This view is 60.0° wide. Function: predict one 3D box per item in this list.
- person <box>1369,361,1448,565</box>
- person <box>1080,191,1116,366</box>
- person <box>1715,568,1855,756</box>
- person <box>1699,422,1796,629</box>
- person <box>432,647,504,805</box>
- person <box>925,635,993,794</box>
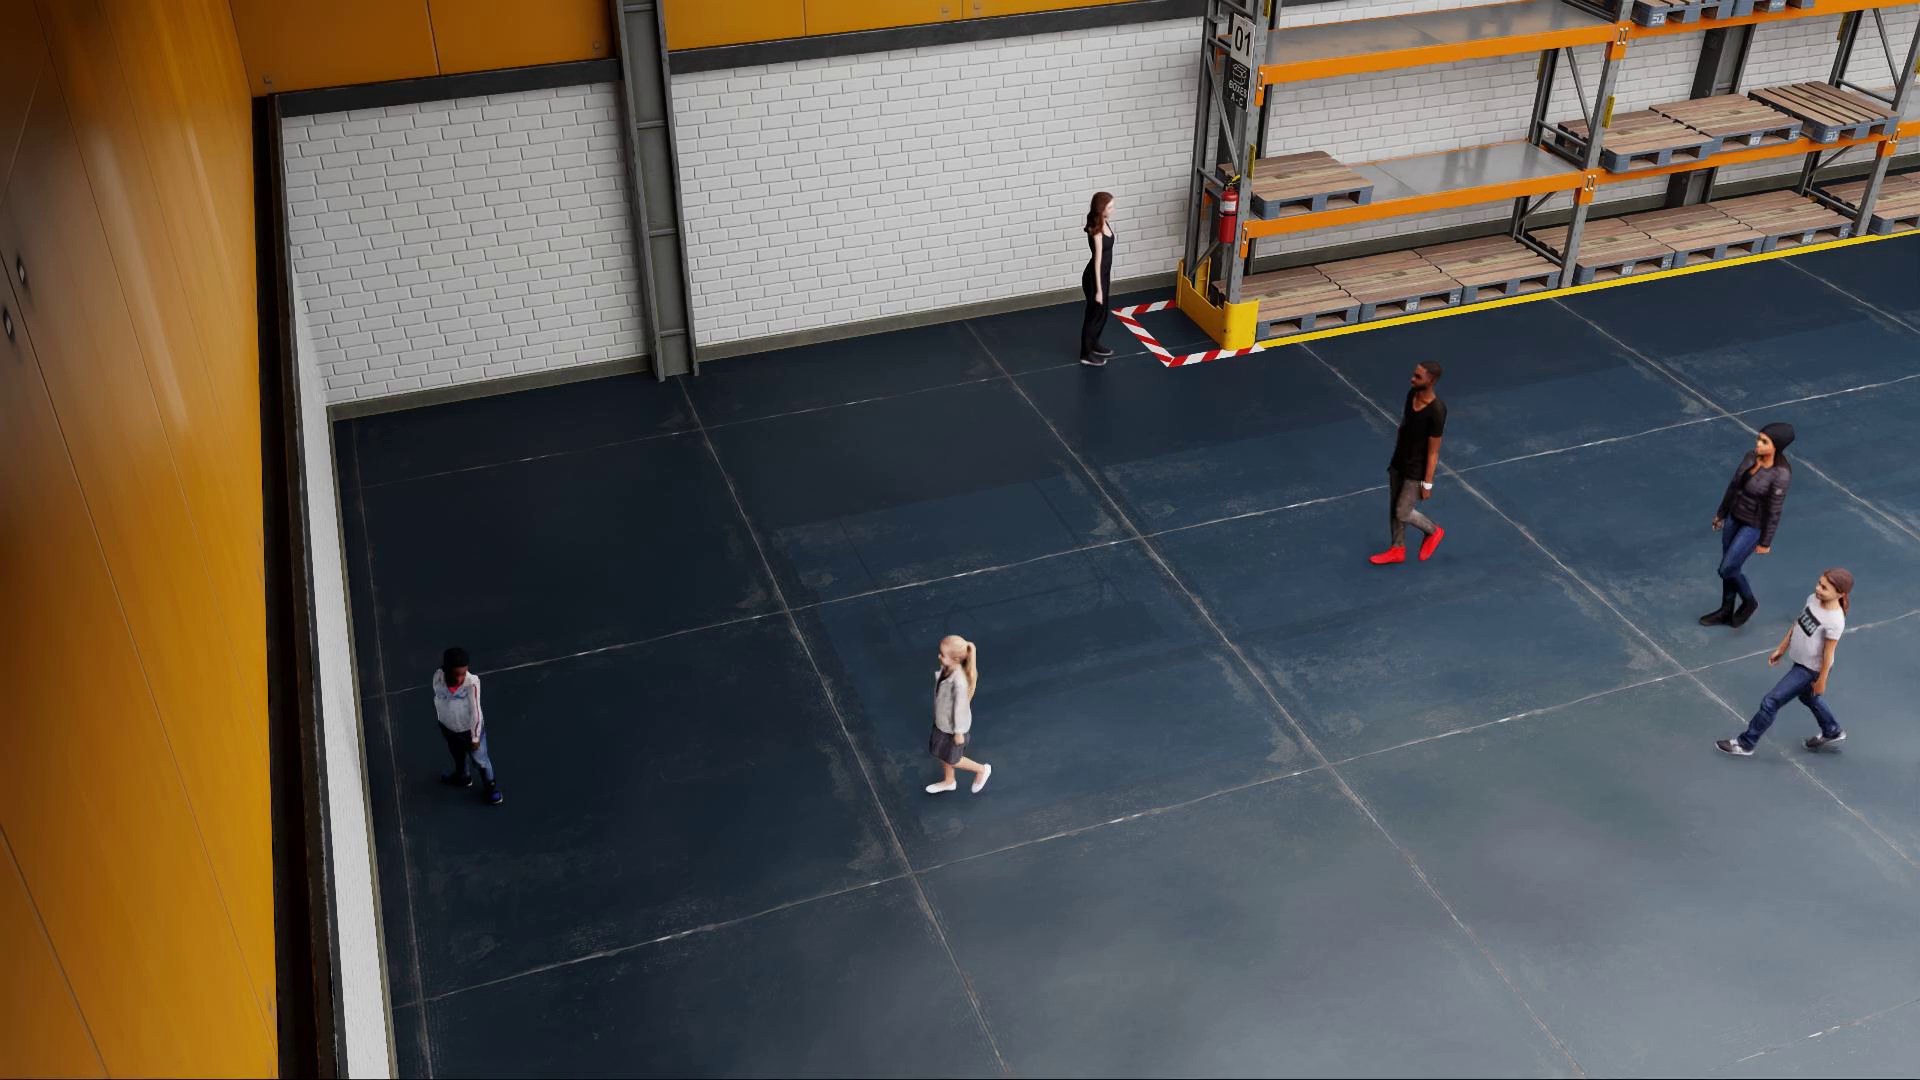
[{"bbox_3d":[3.592,-0.572,12.894,0.809,1.793,0.684,-9,35,-13],"label":"person"},{"bbox_3d":[1.292,-2.498,15.837,0.702,1.742,0.677,8,34,11],"label":"person"},{"bbox_3d":[5.696,0.823,11.036,1.152,1.527,0.846,3,34,4],"label":"person"},{"bbox_3d":[5.870,-0.101,12.234,0.731,1.737,0.693,-5,34,-7],"label":"person"},{"bbox_3d":[-3.248,1.154,10.795,0.665,1.242,0.760,19,38,26],"label":"person"},{"bbox_3d":[0.004,1.152,10.776,0.662,1.265,0.536,-9,35,-13],"label":"person"}]
